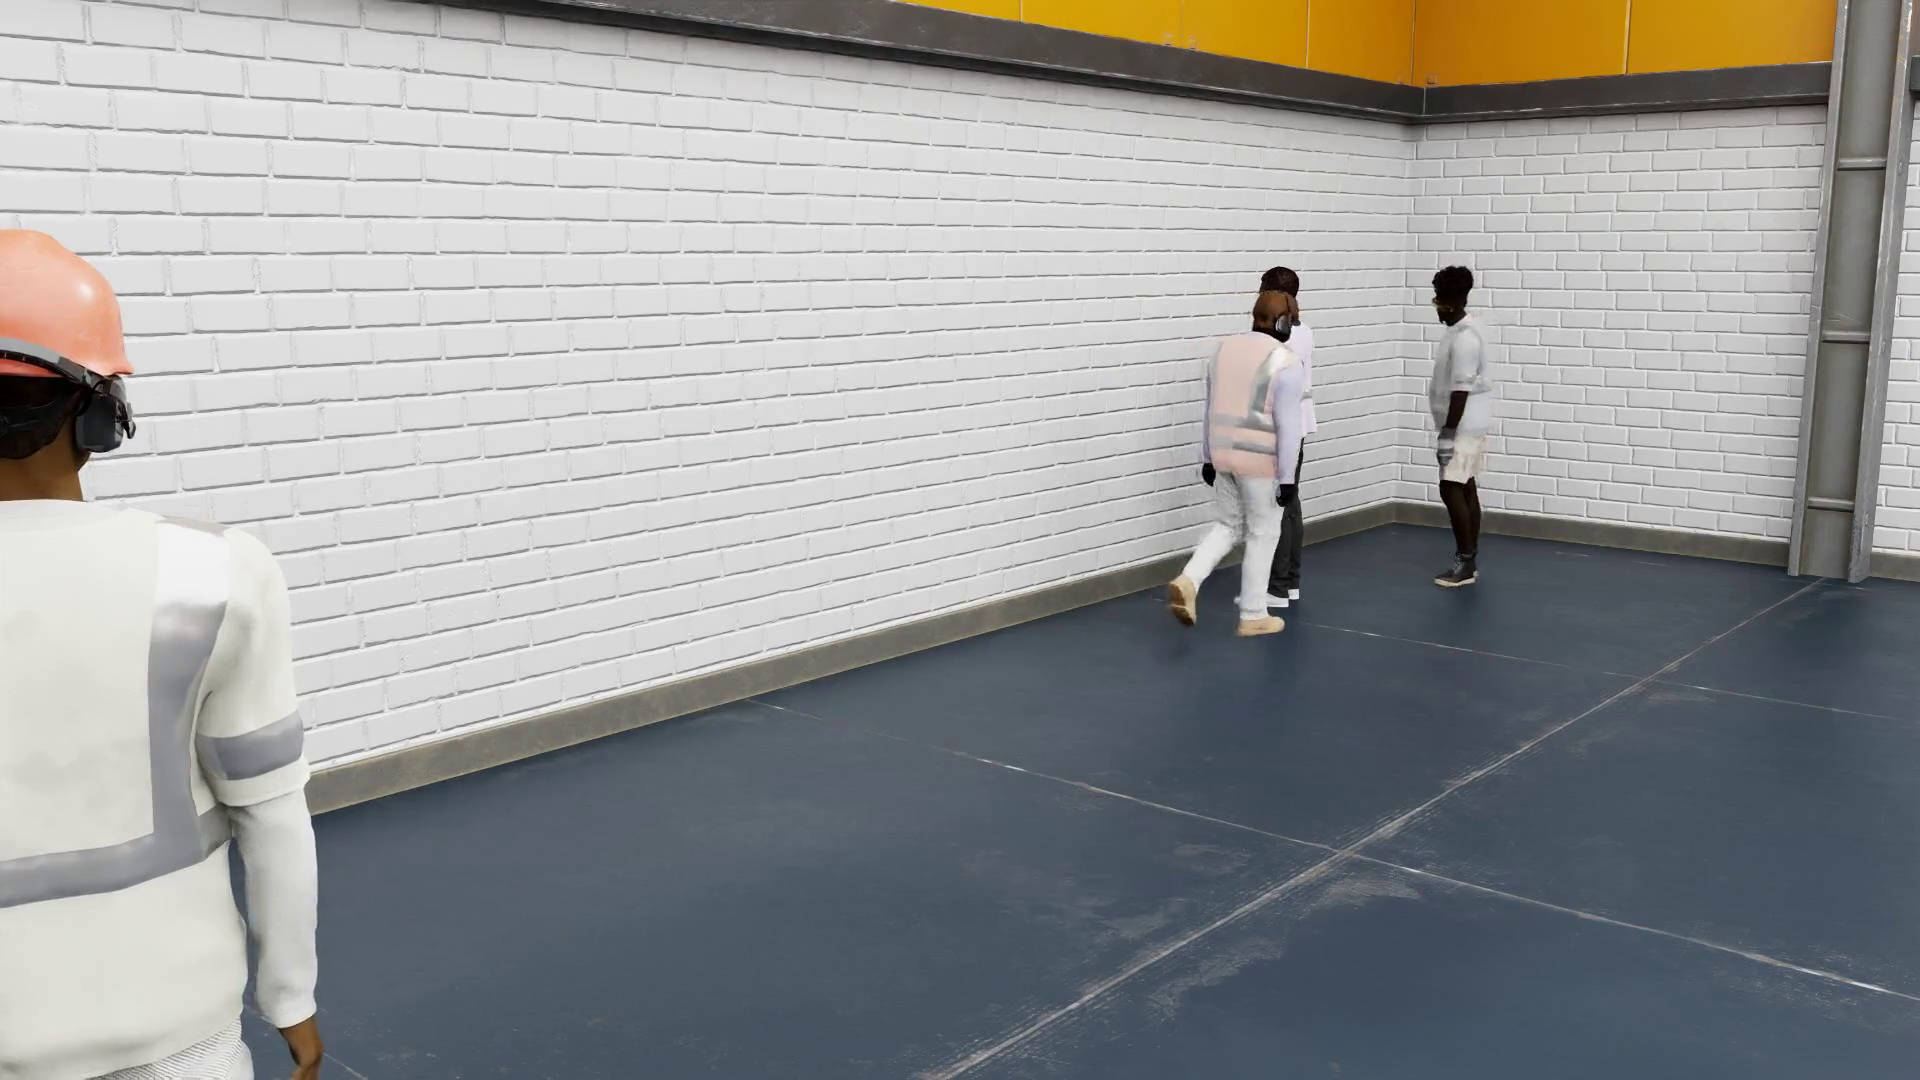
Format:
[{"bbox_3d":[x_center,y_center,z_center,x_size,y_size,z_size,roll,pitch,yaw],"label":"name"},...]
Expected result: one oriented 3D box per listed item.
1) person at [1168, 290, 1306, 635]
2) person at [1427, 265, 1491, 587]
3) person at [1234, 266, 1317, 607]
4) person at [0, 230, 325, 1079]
[{"bbox_3d":[1.437,-0.368,8.536,0.624,1.813,0.674,-7,12,-33],"label":"person"},{"bbox_3d":[3.027,-0.694,10.096,0.380,1.930,0.778,3,10,18],"label":"person"},{"bbox_3d":[1.806,-0.576,9.408,0.392,1.920,0.593,5,11,28],"label":"person"},{"bbox_3d":[-1.182,0.622,2.234,0.613,2.043,0.374,-5,11,-24],"label":"person"}]
